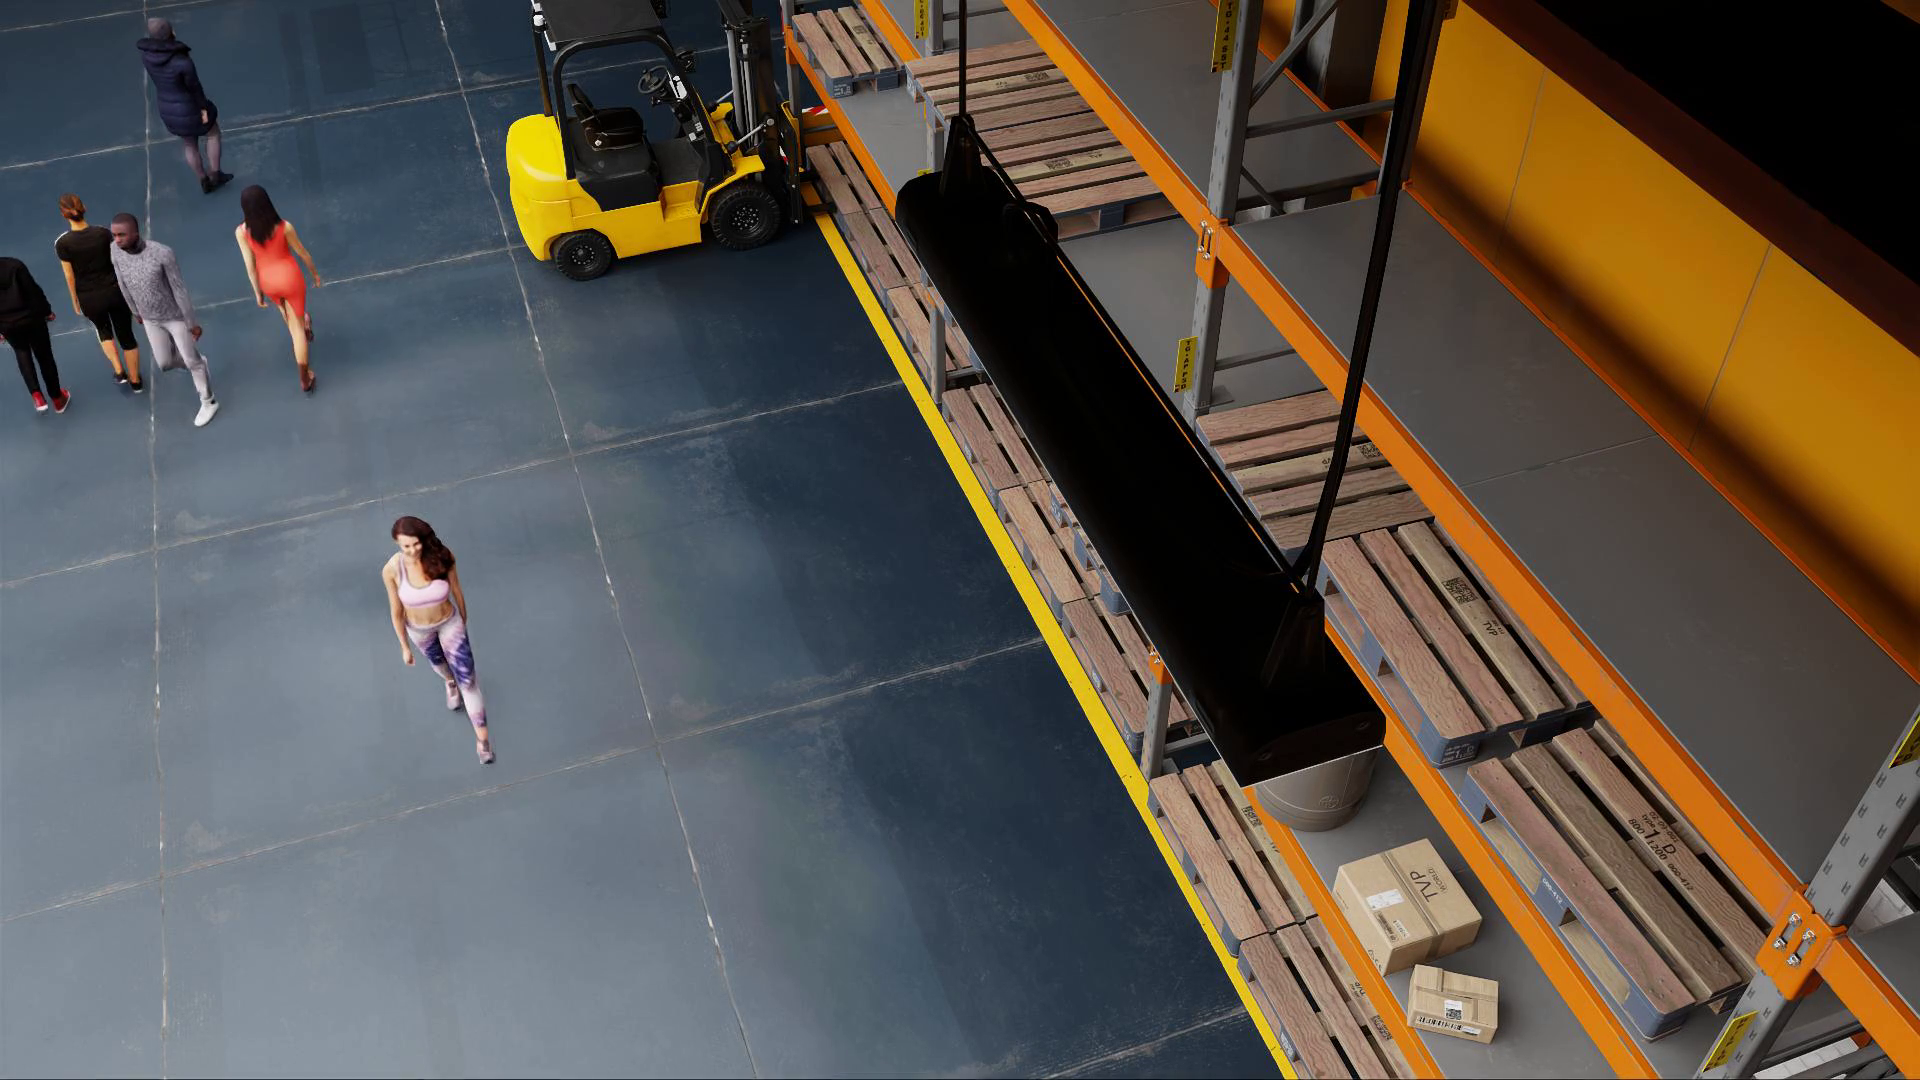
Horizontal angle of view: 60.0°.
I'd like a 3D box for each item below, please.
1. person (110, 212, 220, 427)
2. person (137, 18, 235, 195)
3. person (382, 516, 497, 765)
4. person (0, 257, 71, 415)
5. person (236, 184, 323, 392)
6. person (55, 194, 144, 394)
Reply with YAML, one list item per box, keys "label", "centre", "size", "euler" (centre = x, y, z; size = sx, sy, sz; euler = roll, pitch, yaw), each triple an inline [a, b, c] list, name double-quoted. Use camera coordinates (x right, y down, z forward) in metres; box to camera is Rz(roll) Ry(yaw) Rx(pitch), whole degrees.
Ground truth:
- label: "person"
  centre: [-5.929, -1.740, 12.526]
  size: [0.888, 1.818, 0.943]
  euler: [2, 44, 2]
- label: "person"
  centre: [-6.964, -3.826, 14.825]
  size: [0.784, 1.667, 0.814]
  euler: [9, 44, 9]
- label: "person"
  centre: [-3.251, 0.496, 10.249]
  size: [0.598, 1.721, 1.120]
  euler: [-13, 45, -13]
- label: "person"
  centre: [-7.064, -1.608, 12.496]
  size: [0.608, 1.668, 0.564]
  euler: [-11, 45, -12]
- label: "person"
  centre: [-5.210, -1.900, 12.805]
  size: [0.736, 1.666, 1.152]
  euler: [-8, 44, -8]
- label: "person"
  centre: [-6.539, -1.829, 12.743]
  size: [0.659, 1.647, 0.648]
  euler: [-24, 49, -23]
